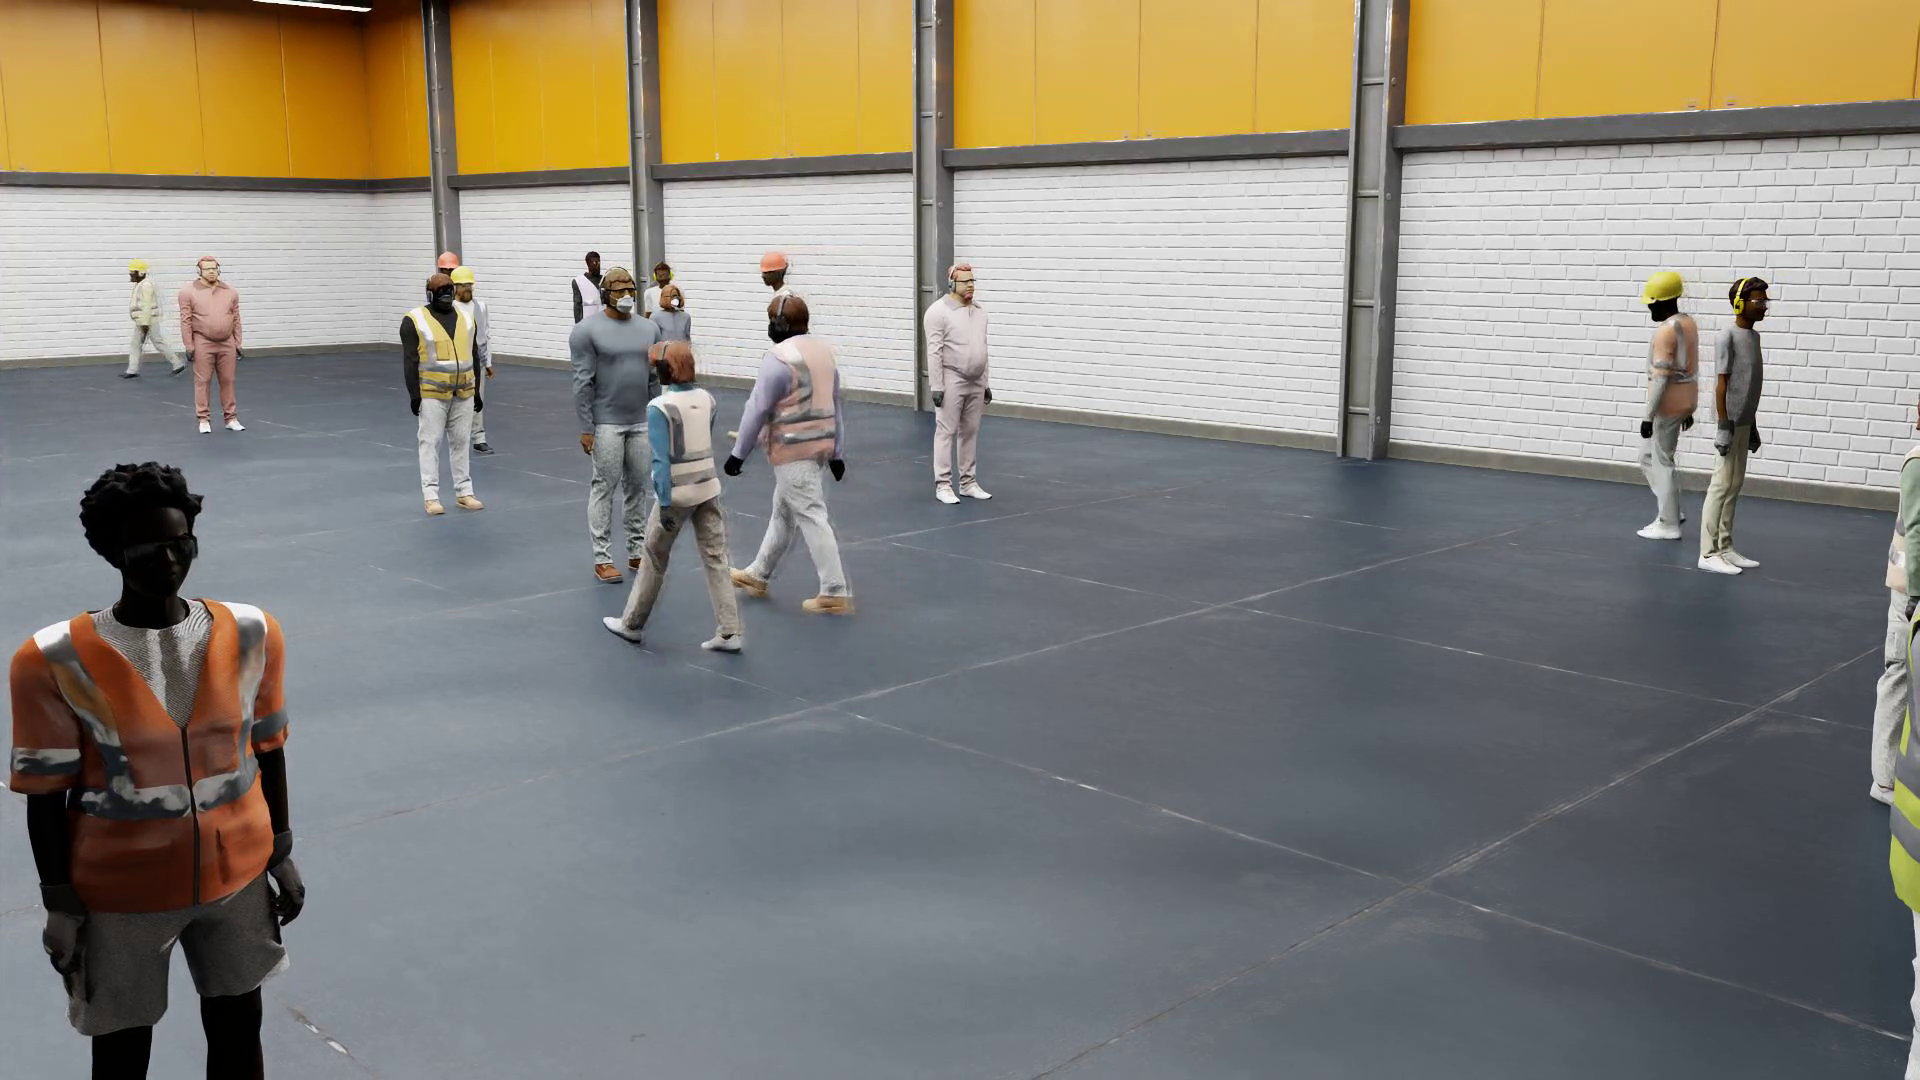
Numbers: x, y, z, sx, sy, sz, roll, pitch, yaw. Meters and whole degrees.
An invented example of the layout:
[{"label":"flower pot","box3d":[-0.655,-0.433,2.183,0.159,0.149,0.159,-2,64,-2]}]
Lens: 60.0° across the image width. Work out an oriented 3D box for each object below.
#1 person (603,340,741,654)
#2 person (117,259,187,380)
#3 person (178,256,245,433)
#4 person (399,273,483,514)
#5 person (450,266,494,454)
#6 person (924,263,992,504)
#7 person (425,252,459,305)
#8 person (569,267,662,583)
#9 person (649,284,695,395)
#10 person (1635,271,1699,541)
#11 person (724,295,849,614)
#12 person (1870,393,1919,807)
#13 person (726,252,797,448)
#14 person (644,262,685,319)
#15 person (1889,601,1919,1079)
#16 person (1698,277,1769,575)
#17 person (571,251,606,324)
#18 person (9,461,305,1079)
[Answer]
[{"label":"person","box3d":[-1.474,-0.218,8.533,0.821,1.597,0.535,7,12,32]},{"label":"person","box3d":[-12.062,-3.285,24.763,0.932,1.793,0.604,-8,13,-38]},{"label":"person","box3d":[-8.100,-2.119,18.065,0.643,1.909,0.410,-10,15,-44]},{"label":"person","box3d":[-3.969,-1.129,12.845,0.627,1.844,0.428,-10,15,-44]},{"label":"person","box3d":[-4.803,-1.734,16.157,0.590,1.836,0.404,-10,15,-44]},{"label":"person","box3d":[0.017,-1.251,13.335,0.643,1.909,0.410,-10,15,-44]},{"label":"person","box3d":[-5.849,-2.334,19.150,0.545,1.938,0.355,-10,15,-44]},{"label":"person","box3d":[-2.096,-0.713,10.315,0.631,1.940,0.372,-10,15,-44]},{"label":"person","box3d":[-2.954,-1.803,17.087,0.500,1.633,0.284,-10,15,-44]},{"label":"person","box3d":[4.906,-0.927,11.613,0.460,1.885,0.634,9,13,39]},{"label":"person","box3d":[-1.011,-0.491,9.492,0.945,1.788,0.634,4,11,21]},{"label":"person","box3d":[3.616,0.191,6.195,0.514,1.641,0.307,-10,15,-44]},{"label":"person","box3d":[-1.747,-1.885,16.627,1.112,1.962,0.630,-3,11,-16]},{"label":"person","box3d":[-3.601,-2.475,20.309,0.537,1.818,0.711,-4,11,-22]},{"label":"person","box3d":[1.941,0.669,3.039,0.627,1.845,0.429,-10,15,-44]},{"label":"person","box3d":[4.948,-0.726,10.571,0.513,1.872,0.328,-10,15,-44]},{"label":"person","box3d":[-4.856,-2.861,22.074,0.593,1.922,0.391,-10,15,-44]},{"label":"person","box3d":[-1.583,0.685,3.344,0.535,1.699,0.318,-10,15,-44]}]
